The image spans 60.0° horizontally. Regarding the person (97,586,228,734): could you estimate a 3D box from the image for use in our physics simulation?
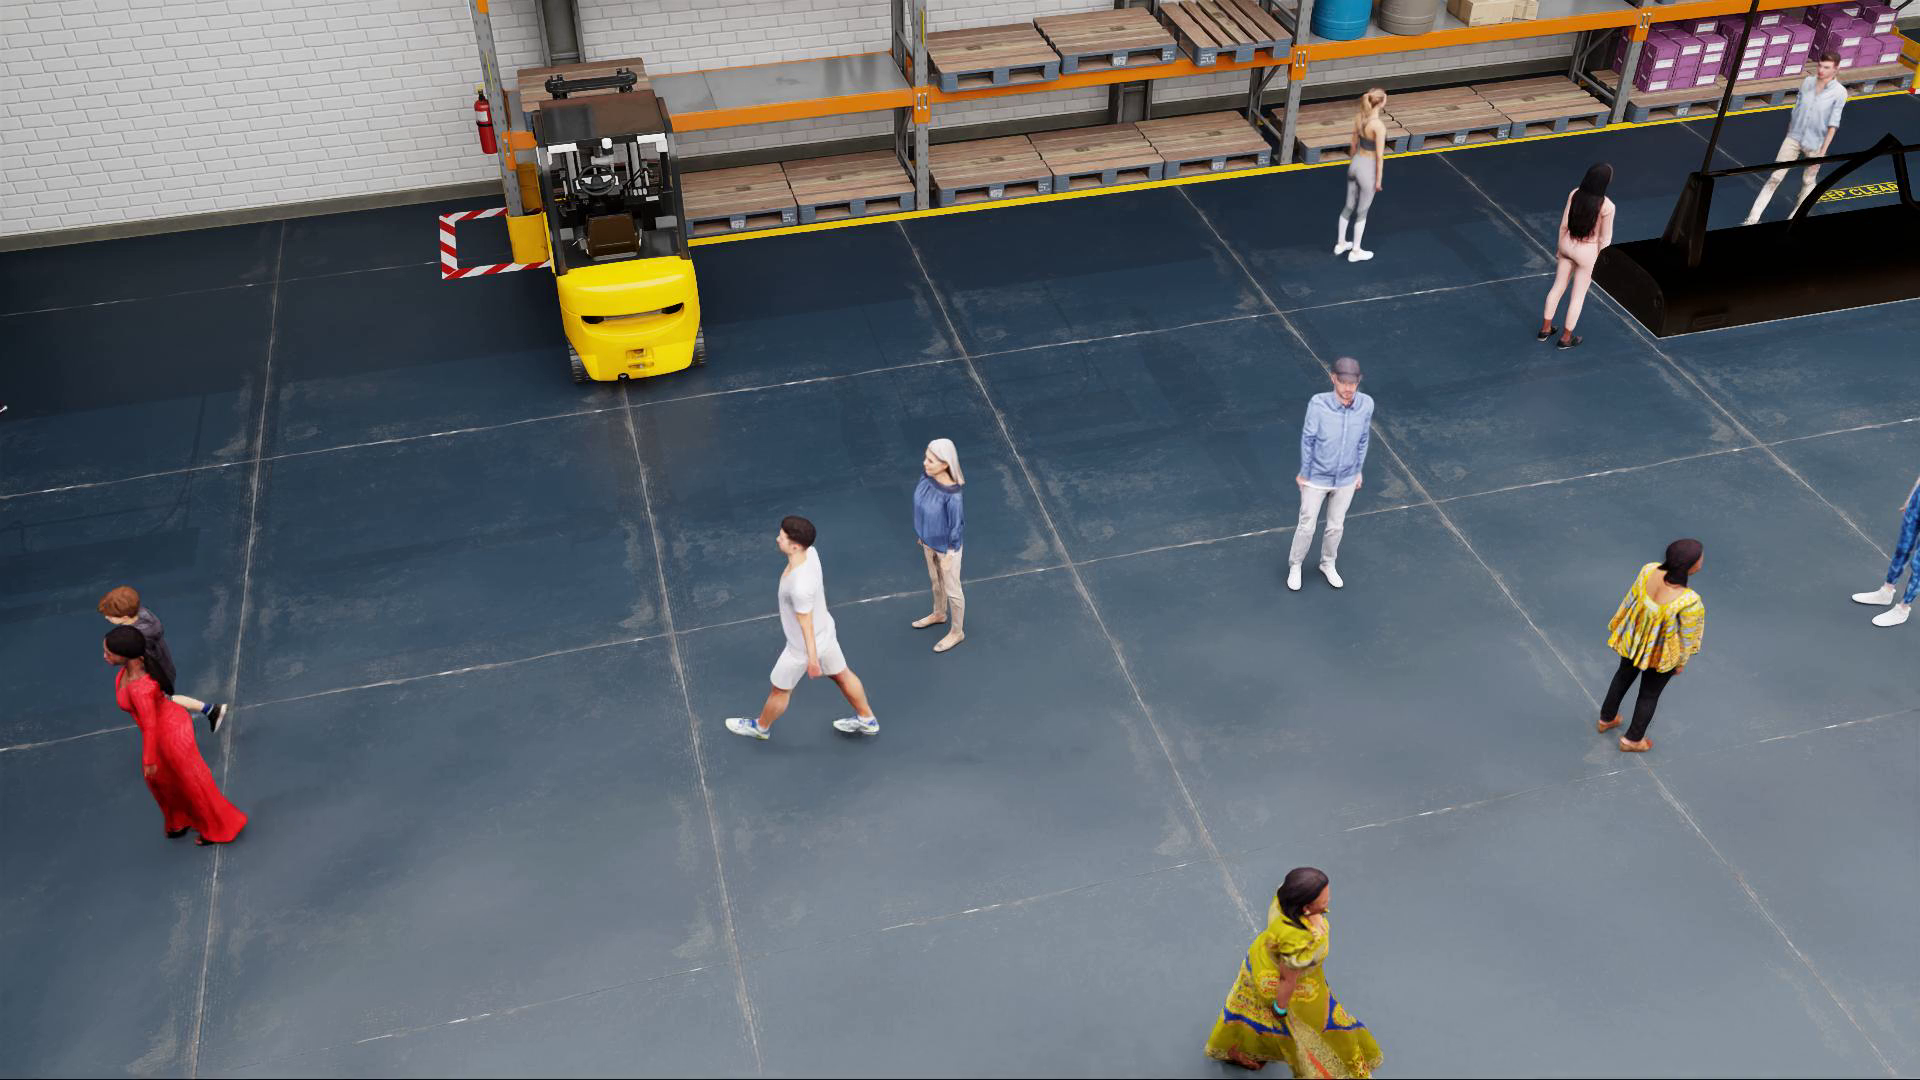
[{"bbox_3d":[-5.053,0.843,10.554,0.814,1.435,0.622,-14,41,-17],"label":"person"}]

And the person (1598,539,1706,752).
[{"bbox_3d":[4.410,0.664,10.603,0.814,1.653,0.777,-18,42,-21],"label":"person"}]

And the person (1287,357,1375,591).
[{"bbox_3d":[2.640,-0.482,11.850,0.564,1.888,0.750,-3,39,-4],"label":"person"}]

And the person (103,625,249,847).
[{"bbox_3d":[-4.621,1.159,9.897,0.778,1.772,0.706,-19,42,-22],"label":"person"}]

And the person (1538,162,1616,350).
[{"bbox_3d":[5.390,-2.481,14.488,0.650,1.720,0.689,-25,45,-28],"label":"person"}]

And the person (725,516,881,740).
[{"bbox_3d":[-0.867,0.618,10.545,1.332,1.798,0.981,2,39,3],"label":"person"}]

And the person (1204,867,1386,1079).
[{"bbox_3d":[1.600,2.270,8.618,1.249,1.632,0.931,0,39,0],"label":"person"}]

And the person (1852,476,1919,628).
[{"bbox_3d":[6.729,-0.169,11.548,0.625,1.786,0.597,-5,39,-6],"label":"person"}]

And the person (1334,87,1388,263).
[{"bbox_3d":[3.810,-3.469,15.738,0.588,1.704,0.617,-19,43,-23],"label":"person"}]

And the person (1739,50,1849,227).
[{"bbox_3d":[8.285,-3.869,16.158,1.260,1.805,1.014,-30,47,-32],"label":"person"}]

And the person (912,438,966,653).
[{"bbox_3d":[-0.120,0.011,11.394,0.658,1.698,0.675,-21,43,-24],"label":"person"}]
